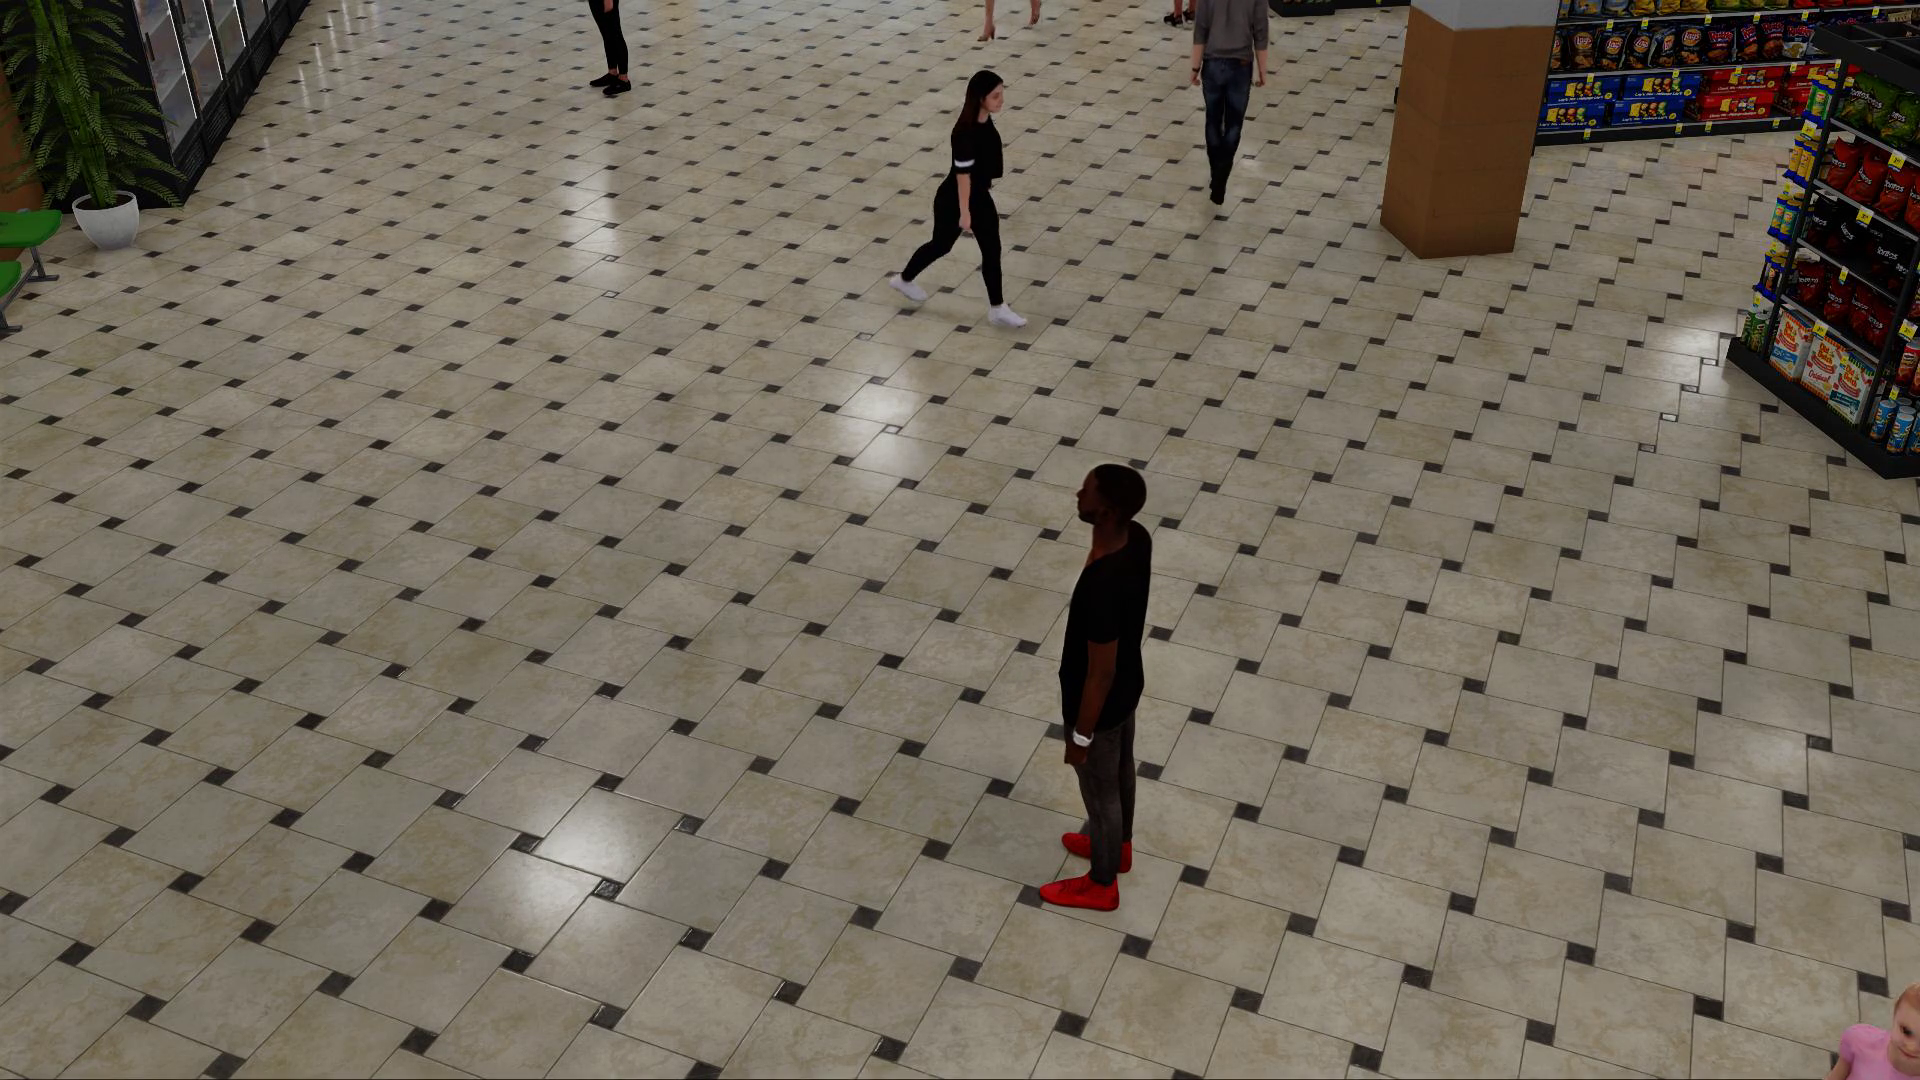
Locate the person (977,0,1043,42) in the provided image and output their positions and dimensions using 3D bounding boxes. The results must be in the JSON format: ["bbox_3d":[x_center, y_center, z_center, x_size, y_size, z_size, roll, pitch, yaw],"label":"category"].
[{"bbox_3d":[0.511,-5.625,15.774,1.103,1.698,1.188,21,38,30],"label":"person"}]

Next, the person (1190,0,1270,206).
[{"bbox_3d":[1.911,-3.350,11.954,1.231,1.872,1.105,9,33,14],"label":"person"}]

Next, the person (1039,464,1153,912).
[{"bbox_3d":[0.512,0.527,5.786,0.719,1.805,0.720,12,34,18],"label":"person"}]

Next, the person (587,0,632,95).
[{"bbox_3d":[-3.066,-4.751,14.356,0.648,1.713,0.667,-19,37,-27],"label":"person"}]

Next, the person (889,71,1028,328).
[{"bbox_3d":[-0.046,-2.073,10.180,1.244,1.577,1.045,12,34,19],"label":"person"}]

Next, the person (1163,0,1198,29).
[{"bbox_3d":[2.200,-5.920,16.110,0.642,1.844,0.775,-10,33,-16],"label":"person"}]
